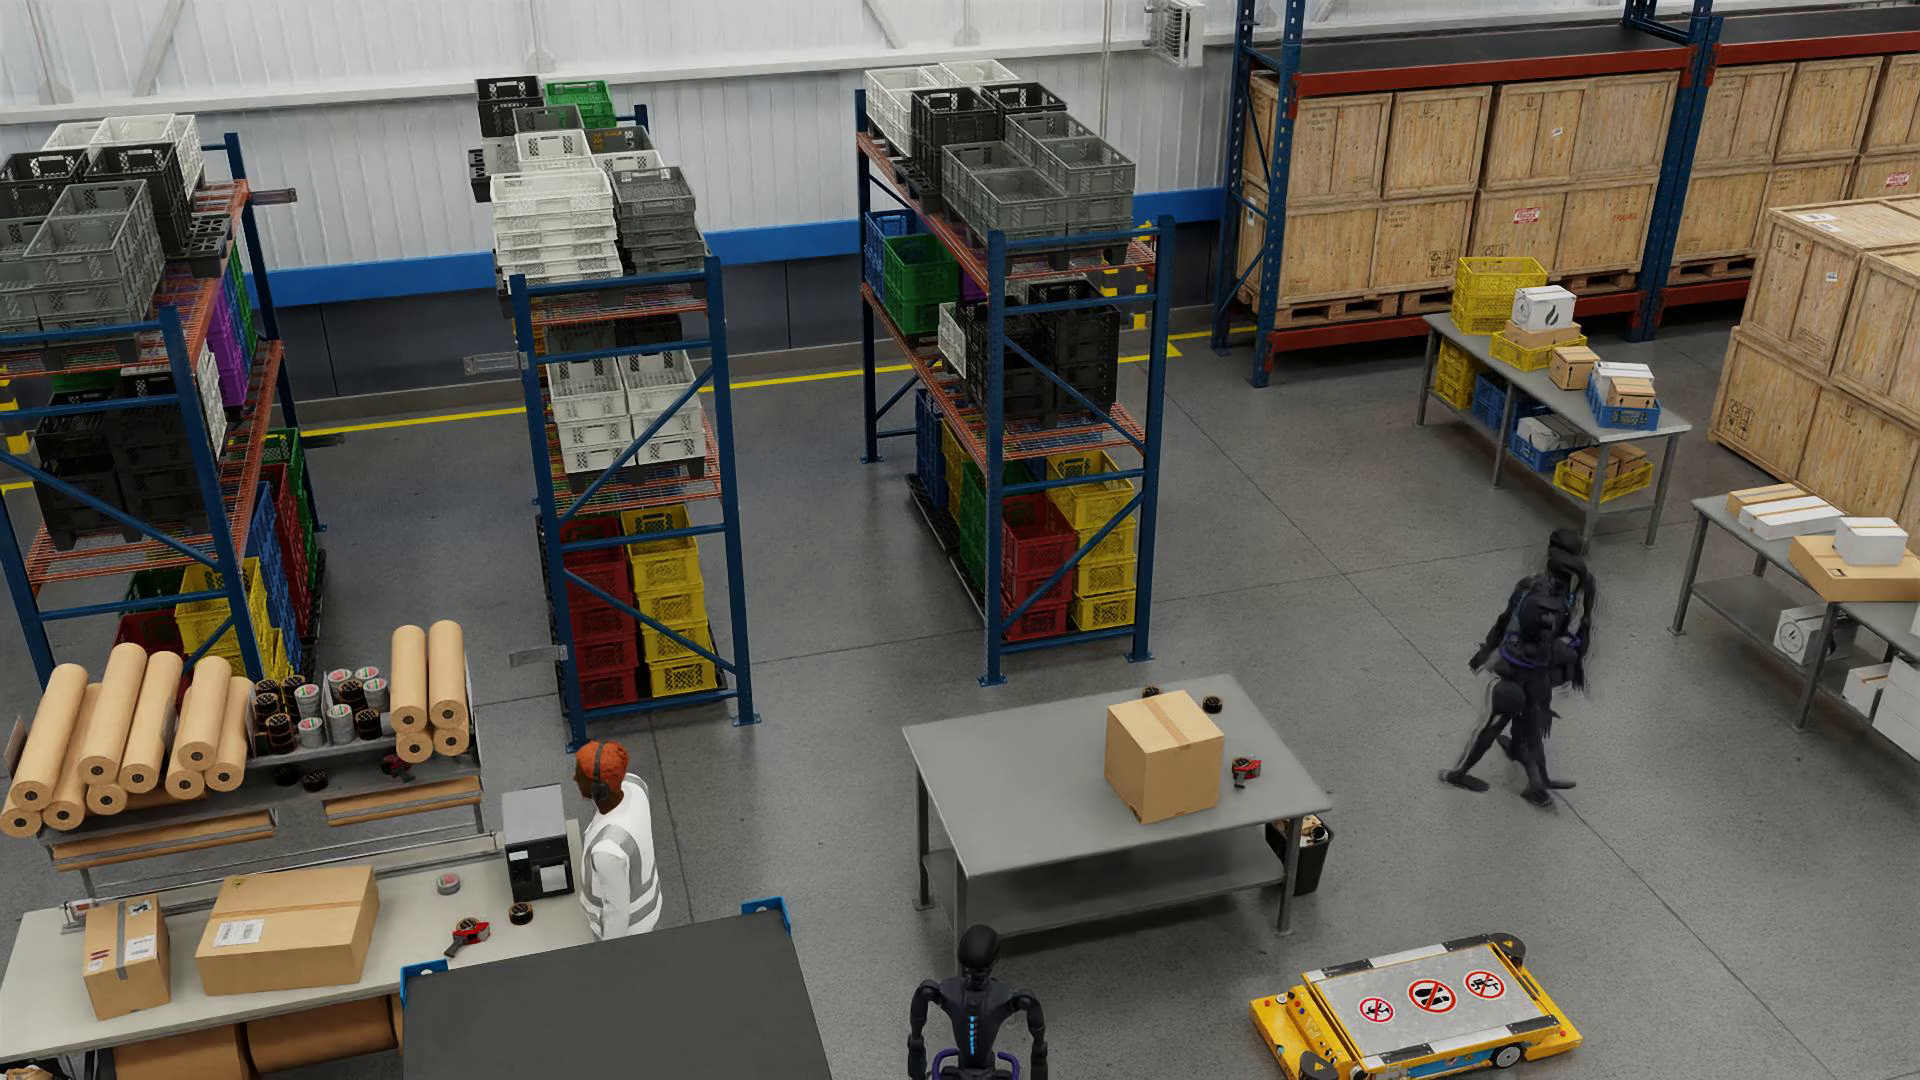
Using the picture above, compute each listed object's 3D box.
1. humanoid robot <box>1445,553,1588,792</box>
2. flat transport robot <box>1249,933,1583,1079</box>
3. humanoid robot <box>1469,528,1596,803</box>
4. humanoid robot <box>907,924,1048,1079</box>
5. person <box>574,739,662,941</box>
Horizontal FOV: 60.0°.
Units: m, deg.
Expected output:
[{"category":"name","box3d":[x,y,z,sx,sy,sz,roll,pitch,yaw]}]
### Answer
[{"category":"humanoid robot","box3d":[3.211,0.763,9.343,0.767,1.615,0.603,13,31,22]},{"category":"flat transport robot","box3d":[2.184,2.282,7.980,1.431,0.197,0.652,-8,30,-14]},{"category":"humanoid robot","box3d":[3.309,0.697,9.480,0.589,1.650,0.688,-9,30,-17]},{"category":"humanoid robot","box3d":[0.065,2.207,6.669,0.608,1.657,0.313,3,29,5]},{"category":"person","box3d":[-1.512,1.680,7.429,0.356,1.882,0.574,0,29,-1]}]
